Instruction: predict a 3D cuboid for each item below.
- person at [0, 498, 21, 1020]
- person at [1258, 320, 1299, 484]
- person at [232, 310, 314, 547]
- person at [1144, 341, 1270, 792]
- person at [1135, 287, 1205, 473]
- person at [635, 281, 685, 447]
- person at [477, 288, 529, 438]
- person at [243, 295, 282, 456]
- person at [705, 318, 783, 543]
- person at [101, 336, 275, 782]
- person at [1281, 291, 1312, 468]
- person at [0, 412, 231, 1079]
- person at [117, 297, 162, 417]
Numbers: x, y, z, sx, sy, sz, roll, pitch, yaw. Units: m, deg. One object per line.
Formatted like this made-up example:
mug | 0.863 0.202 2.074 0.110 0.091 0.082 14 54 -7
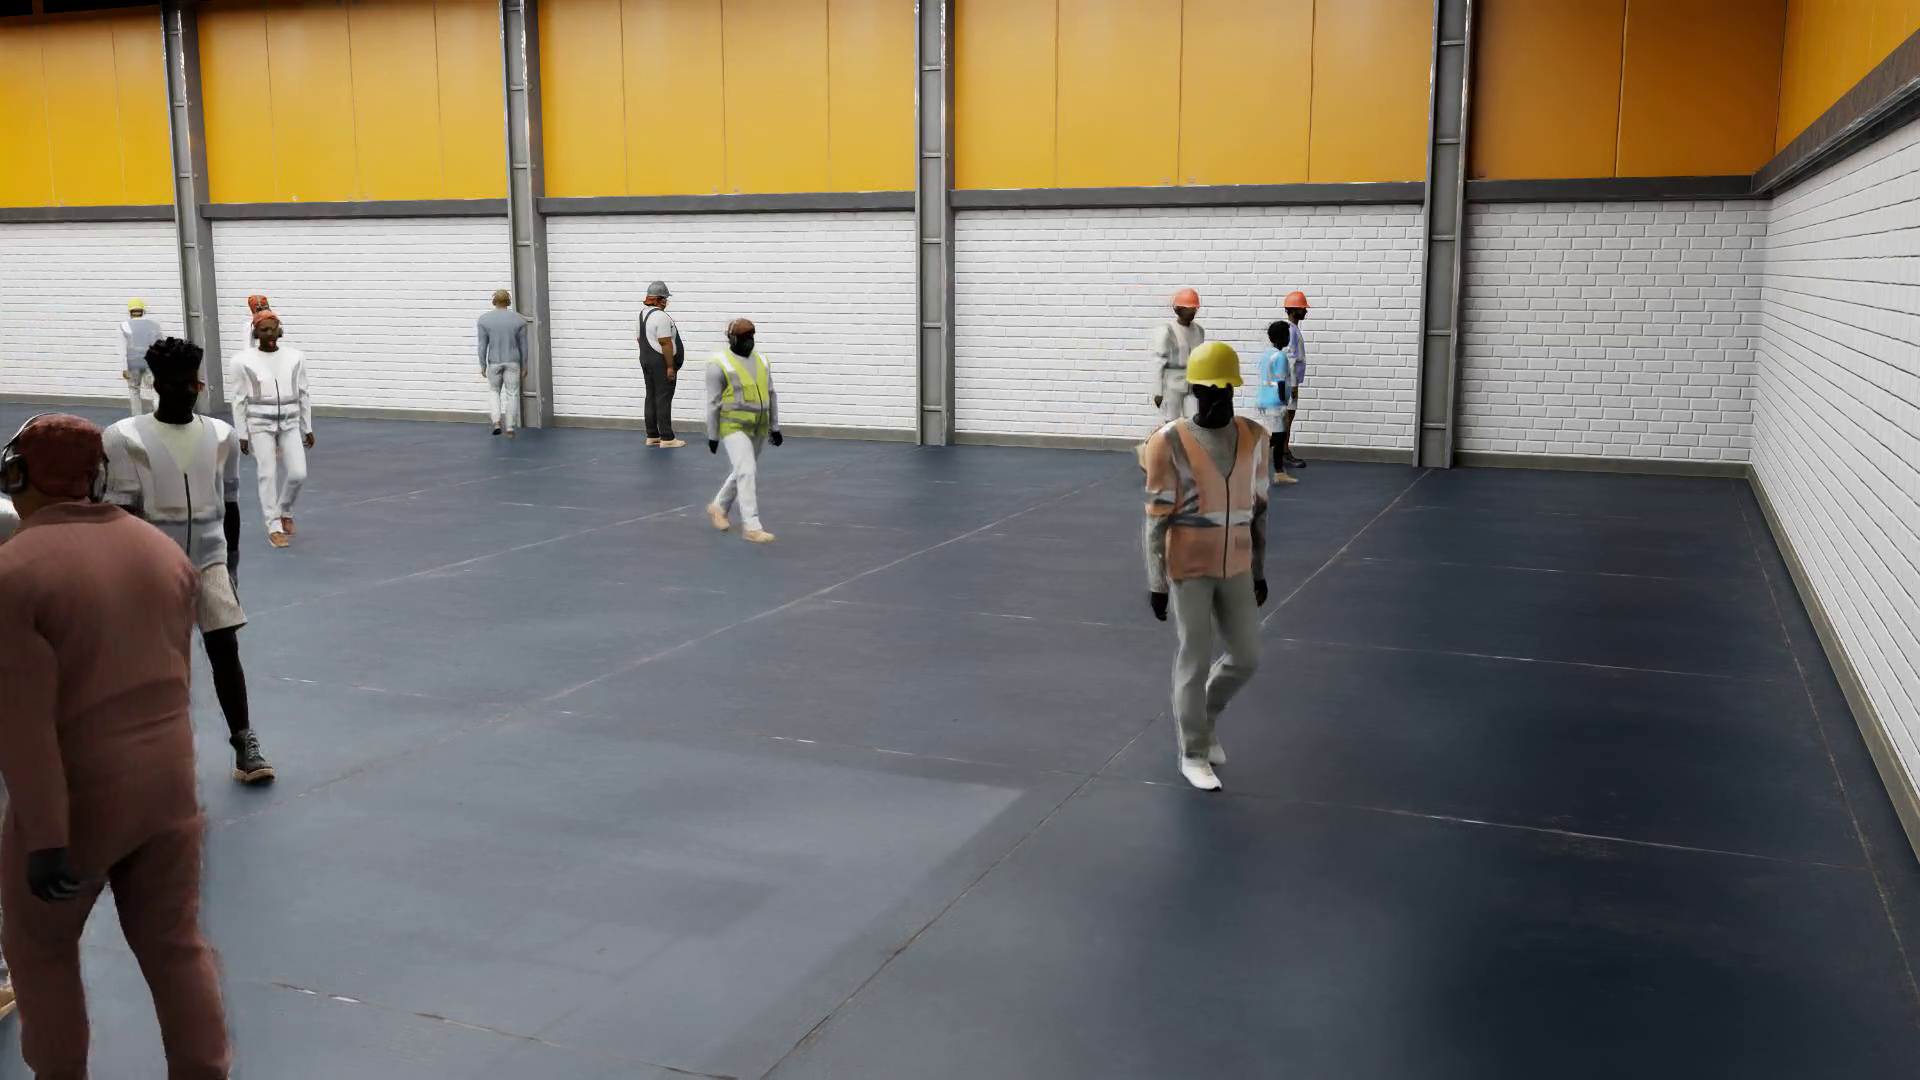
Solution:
person | -2.946 0.497 4.982 0.657 1.821 0.630 -1 9 -8
person | 3.107 -1.377 16.770 0.630 1.679 0.539 0 9 0
person | -5.413 -0.874 13.132 0.605 1.871 0.419 -7 12 -37
person | 1.061 0.112 7.053 0.605 1.908 0.424 -4 10 -21
person | 2.198 -1.593 17.108 0.615 2.015 0.779 -6 11 -32
person | -3.654 -2.161 20.437 0.538 2.000 0.684 -7 12 -38
person | -5.873 -2.270 21.446 0.624 1.924 0.453 -2 10 -11
person | -8.163 -1.916 19.430 0.362 1.882 0.576 -7 12 -38
person | -1.825 -0.913 13.587 0.880 1.815 0.617 7 12 37
person | -3.370 0.083 7.210 0.610 1.923 0.934 -9 13 -42
person | 3.676 -1.768 18.367 0.354 1.939 0.545 1 9 8
person | -2.132 0.625 4.101 0.750 1.859 0.668 4 10 21
person | -11.154 -2.415 22.720 0.600 1.804 0.826 -9 13 -42
